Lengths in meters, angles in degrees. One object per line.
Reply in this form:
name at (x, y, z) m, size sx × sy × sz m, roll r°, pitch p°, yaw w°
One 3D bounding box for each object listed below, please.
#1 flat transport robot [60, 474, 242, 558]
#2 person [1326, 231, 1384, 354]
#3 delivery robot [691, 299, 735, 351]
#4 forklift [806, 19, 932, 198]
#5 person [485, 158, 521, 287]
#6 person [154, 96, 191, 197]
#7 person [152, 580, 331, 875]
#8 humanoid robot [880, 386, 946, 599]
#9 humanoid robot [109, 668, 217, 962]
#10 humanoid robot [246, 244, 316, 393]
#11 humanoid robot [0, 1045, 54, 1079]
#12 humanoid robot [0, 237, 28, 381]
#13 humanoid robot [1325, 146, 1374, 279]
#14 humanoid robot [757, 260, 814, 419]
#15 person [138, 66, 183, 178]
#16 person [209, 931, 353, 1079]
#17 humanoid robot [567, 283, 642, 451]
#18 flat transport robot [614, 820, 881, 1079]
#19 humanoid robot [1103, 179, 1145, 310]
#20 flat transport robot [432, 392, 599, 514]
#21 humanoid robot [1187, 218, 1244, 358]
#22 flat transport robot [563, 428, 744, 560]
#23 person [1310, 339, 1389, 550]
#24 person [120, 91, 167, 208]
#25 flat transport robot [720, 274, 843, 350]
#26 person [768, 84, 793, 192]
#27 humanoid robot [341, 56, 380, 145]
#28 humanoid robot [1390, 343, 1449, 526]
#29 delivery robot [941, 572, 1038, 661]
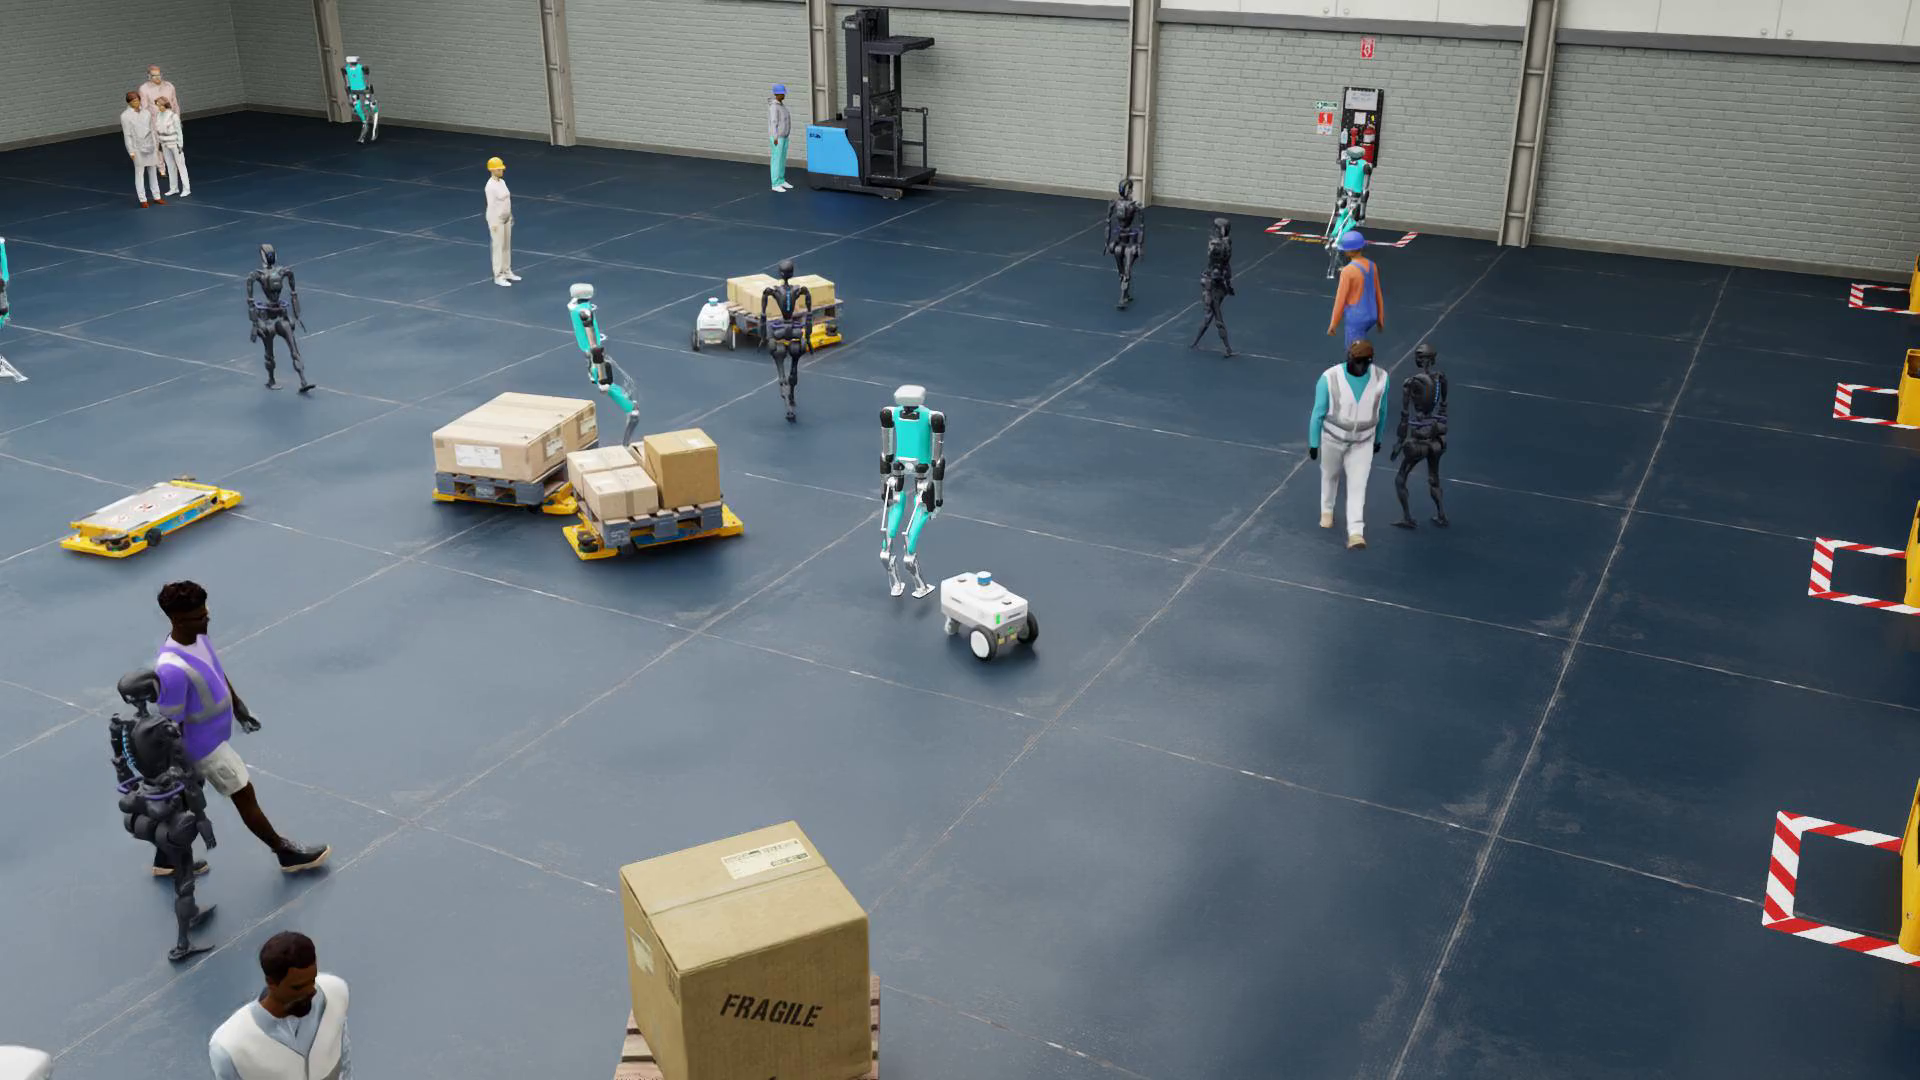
flat transport robot at (-7.115, -0.217, 14.667) m, size 0.659 × 0.231 × 1.431 m, roll 8°, pitch 25°, yaw 19°
person at (4.195, -2.316, 17.526) m, size 0.540 × 1.867 × 0.594 m, roll -18°, pitch 29°, yaw -36°
delivery robot at (-2.916, -2.552, 19.759) m, size 0.499 × 0.608 × 0.786 m, roll 0°, pitch 23°, yaw -1°
forklift at (-1.573, -7.292, 27.850) m, size 1.873 × 2.768 × 1.129 m, roll 12°, pitch 26°, yaw 25°
person at (-6.163, -4.271, 22.302) m, size 0.334 × 1.694 × 0.483 m, roll 4°, pitch 24°, yaw 9°
person at (-13.125, -6.550, 27.673) m, size 0.514 × 1.639 × 0.308 m, roll 9°, pitch 25°, yaw 20°
person at (-4.305, 1.094, 9.541) m, size 1.030 × 1.912 × 0.607 m, roll -6°, pitch 24°, yaw -13°
humanoid robot at (-0.440, -0.313, 12.867) m, size 0.533 × 1.673 × 0.735 m, roll 8°, pitch 24°, yaw 18°
humanoid robot at (-4.309, 1.450, 9.006) m, size 0.601 × 1.643 × 0.523 m, roll 9°, pitch 25°, yaw 20°
humanoid robot at (-7.372, -2.373, 17.942) m, size 0.759 × 1.626 × 0.590 m, roll 21°, pitch 31°, yaw 39°
humanoid robot at (-3.378, 2.780, 5.875) m, size 0.538 × 1.751 × 1.011 m, roll 1°, pitch 23°, yaw 2°
humanoid robot at (-10.740, -2.578, 18.297) m, size 0.678 × 1.780 × 0.545 m, roll -13°, pitch 27°, yaw -28°
humanoid robot at (5.163, -4.416, 22.680) m, size 0.844 × 1.816 × 0.531 m, roll -15°, pitch 28°, yaw -32°
humanoid robot at (-1.816, -2.096, 17.342) m, size 0.597 × 1.645 × 0.780 m, roll -6°, pitch 24°, yaw -13°
person at (-13.957, -7.327, 29.151) m, size 0.405 × 1.904 × 0.651 m, roll 20°, pitch 30°, yaw 39°
person at (-2.673, 2.343, 6.654) m, size 0.717 × 1.887 × 0.609 m, roll 17°, pitch 29°, yaw 35°
humanoid robot at (-3.343, -1.606, 16.133) m, size 0.799 × 1.841 × 0.531 m, roll -10°, pitch 25°, yaw -23°
flat transport robot at (-0.986, 2.654, 7.985) m, size 0.659 × 0.231 × 1.431 m, roll -1°, pitch 23°, yaw -1°
humanoid robot at (2.071, -3.770, 21.194) m, size 0.616 × 1.625 × 0.752 m, roll 16°, pitch 28°, yaw 33°
flat transport robot at (-4.049, -0.498, 15.323) m, size 1.431 × 0.231 × 0.659 m, roll 7°, pitch 24°, yaw 15°
humanoid robot at (3.016, -2.932, 19.259) m, size 0.769 × 1.628 × 0.610 m, roll 15°, pitch 28°, yaw 31°
flat transport robot at (-2.693, -0.149, 14.511) m, size 1.431 × 0.231 × 0.659 m, roll -11°, pitch 26°, yaw -24°
person at (3.309, -0.834, 14.186) m, size 0.658 × 1.777 × 0.996 m, roll 1°, pitch 23°, yaw 3°
person at (-13.209, -6.314, 26.886) m, size 0.360 × 1.830 × 0.514 m, roll 16°, pitch 28°, yaw 32°
flat transport robot at (-2.161, -2.566, 20.136) m, size 1.431 × 0.231 × 0.659 m, roll 21°, pitch 31°, yaw 40°
person at (-3.041, -6.796, 28.076) m, size 0.354 × 1.776 × 0.541 m, roll 6°, pitch 24°, yaw 14°
humanoid robot at (-11.451, -8.442, 31.967) m, size 0.554 × 1.727 × 1.034 m, roll 1°, pitch 23°, yaw 2°
humanoid robot at (4.042, -0.889, 14.448) m, size 0.601 × 1.631 × 0.438 m, roll -14°, pitch 27°, yaw -30°
delivery robot at (0.194, 0.536, 12.546) m, size 0.499 × 0.590 × 0.761 m, roll -18°, pitch 29°, yaw -36°
